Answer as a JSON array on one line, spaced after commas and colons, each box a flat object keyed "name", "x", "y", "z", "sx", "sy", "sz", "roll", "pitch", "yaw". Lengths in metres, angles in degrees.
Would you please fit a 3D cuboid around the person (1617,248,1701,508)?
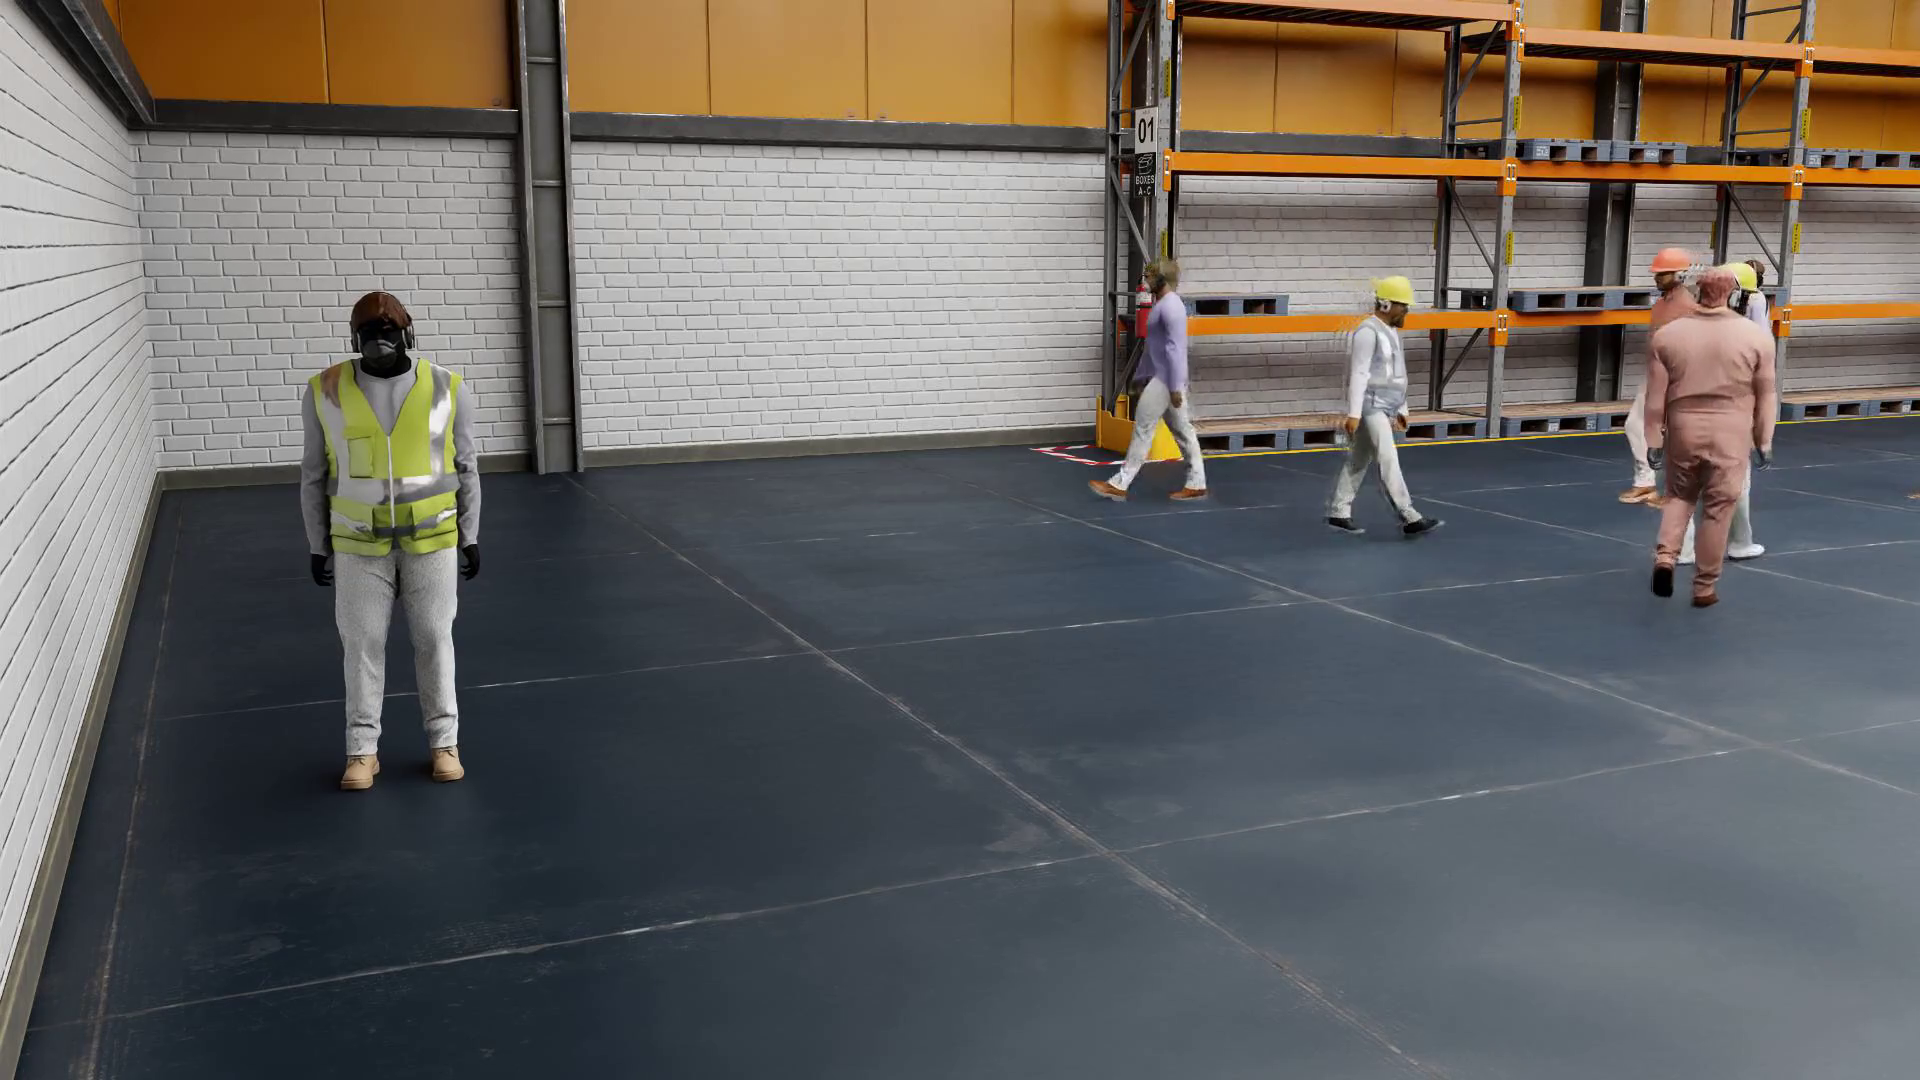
[{"name": "person", "x": 5.296, "y": -1.205, "z": 12.574, "sx": 0.597, "sy": 1.975, "sz": 0.617, "roll": -2, "pitch": 10, "yaw": -11}]

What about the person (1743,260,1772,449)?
[{"name": "person", "x": 7.713, "y": -1.818, "z": 16.347, "sx": 0.429, "sy": 1.844, "sz": 0.626, "roll": -2, "pitch": 10, "yaw": -11}]

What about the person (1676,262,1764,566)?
[{"name": "person", "x": 4.811, "y": -0.784, "z": 10.467, "sx": 0.866, "sy": 1.887, "sz": 0.590, "roll": -7, "pitch": 12, "yaw": -35}]

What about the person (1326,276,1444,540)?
[{"name": "person", "x": 2.943, "y": -0.893, "z": 11.348, "sx": 0.918, "sy": 1.781, "sz": 0.604, "roll": 6, "pitch": 12, "yaw": 30}]

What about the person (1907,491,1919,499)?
[{"name": "person", "x": 7.918, "y": -1.118, "z": 13.104, "sx": 0.750, "sy": 1.605, "sz": 0.498, "roll": 0, "pitch": 10, "yaw": -1}]

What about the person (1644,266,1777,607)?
[{"name": "person", "x": 4.141, "y": -0.558, "z": 9.184, "sx": 0.646, "sy": 1.892, "sz": 0.448, "roll": 8, "pitch": 13, "yaw": 38}]

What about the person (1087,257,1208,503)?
[{"name": "person", "x": 1.486, "y": -1.223, "z": 12.885, "sx": 1.006, "sy": 1.891, "sz": 0.651, "roll": 1, "pitch": 10, "yaw": 6}]

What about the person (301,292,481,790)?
[{"name": "person", "x": -2.098, "y": 0.007, "z": 6.176, "sx": 0.634, "sy": 1.841, "sz": 0.429, "roll": -3, "pitch": 11, "yaw": -18}]
